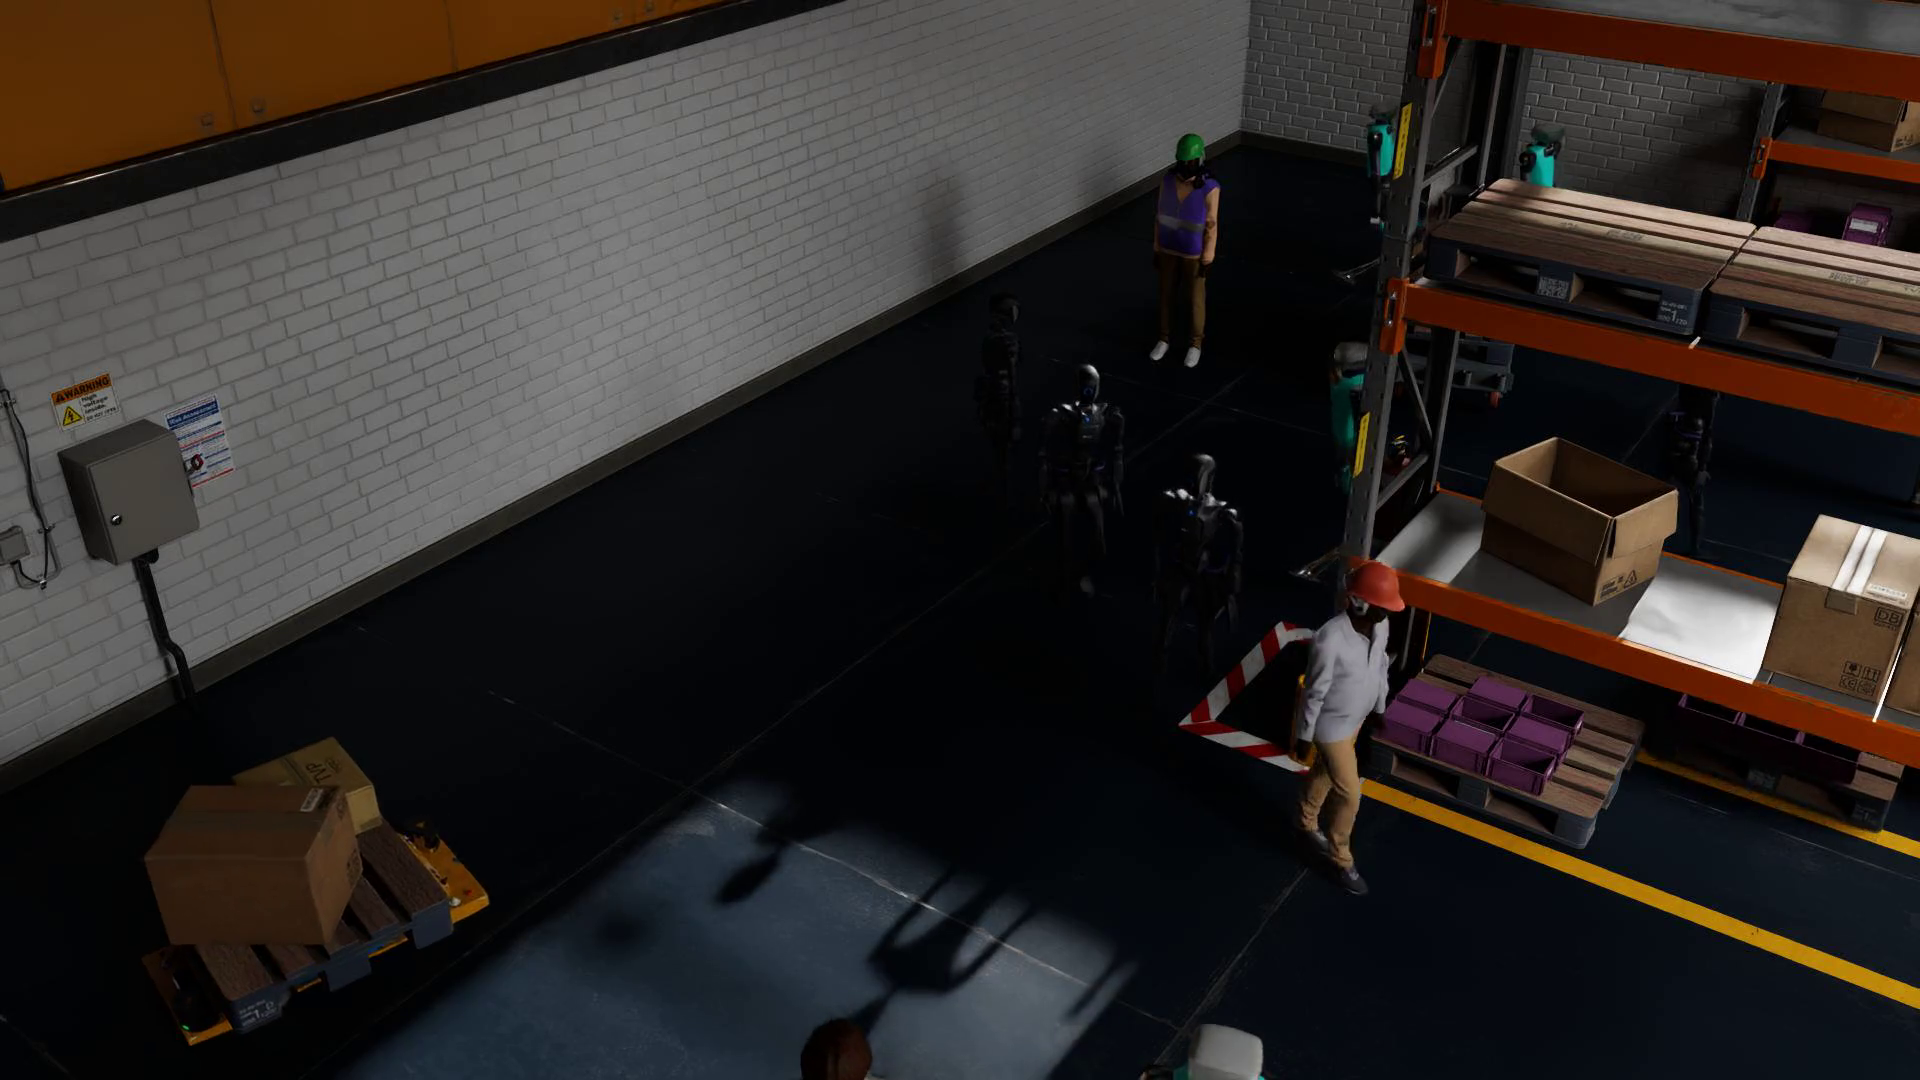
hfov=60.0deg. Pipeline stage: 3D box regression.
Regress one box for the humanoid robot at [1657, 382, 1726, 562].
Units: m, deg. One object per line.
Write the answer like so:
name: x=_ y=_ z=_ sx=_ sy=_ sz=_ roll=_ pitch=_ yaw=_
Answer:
humanoid robot: x=4.671 y=-0.607 z=10.750 sx=0.779 sy=1.646 sz=0.613 roll=3 pitch=30 yaw=5

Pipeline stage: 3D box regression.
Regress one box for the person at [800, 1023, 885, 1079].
person: x=-0.352 y=2.297 z=5.502 sx=0.531 sy=1.816 sz=0.512 roll=4 pitch=30 yaw=7

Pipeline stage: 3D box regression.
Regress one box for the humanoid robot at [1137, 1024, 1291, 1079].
humanoid robot: x=0.787 y=2.408 z=5.376 sx=0.542 sy=1.729 sz=0.978 roll=3 pitch=30 yaw=5

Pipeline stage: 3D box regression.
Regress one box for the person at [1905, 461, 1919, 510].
person: x=6.778 y=-0.952 z=11.098 sx=0.389 sy=1.871 sz=0.563 roll=-7 pitch=31 yaw=-12

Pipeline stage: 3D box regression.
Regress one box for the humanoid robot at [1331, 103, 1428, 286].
humanoid robot: x=3.873 y=-2.974 z=14.725 sx=0.993 sy=1.722 sz=0.540 roll=11 pitch=32 yaw=19

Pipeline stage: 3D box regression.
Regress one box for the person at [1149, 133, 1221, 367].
person: x=1.823 y=-2.354 z=13.474 sx=0.528 sy=1.924 sz=0.428 roll=18 pitch=34 yaw=28

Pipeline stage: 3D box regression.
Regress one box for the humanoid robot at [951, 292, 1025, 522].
humanoid robot: x=0.185 y=-0.899 z=11.209 sx=0.595 sy=1.638 sz=0.597 roll=-10 pitch=31 yaw=-16

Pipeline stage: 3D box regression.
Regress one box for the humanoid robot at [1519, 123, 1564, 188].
humanoid robot: x=5.088 y=-2.614 z=14.142 sx=1.045 sy=1.750 sz=0.549 roll=26 pitch=39 yaw=37

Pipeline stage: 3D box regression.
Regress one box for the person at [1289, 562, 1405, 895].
person: x=1.925 y=0.891 z=8.029 sx=0.704 sy=1.721 sz=0.572 roll=26 pitch=39 yaw=38

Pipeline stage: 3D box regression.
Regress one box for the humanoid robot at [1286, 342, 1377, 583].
humanoid robot: x=2.583 y=-0.401 z=10.270 sx=1.009 sy=1.720 sz=0.530 roll=-4 pitch=30 yaw=-6

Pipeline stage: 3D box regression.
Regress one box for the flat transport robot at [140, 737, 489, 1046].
flat transport robot: x=-3.046 y=1.817 z=7.887 sx=1.431 sy=0.231 sz=0.659 roll=-23 pitch=37 yaw=-34

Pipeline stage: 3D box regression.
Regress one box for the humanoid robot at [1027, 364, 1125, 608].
humanoid robot: x=0.711 y=-0.332 z=10.201 sx=0.605 sy=1.641 sz=0.344 roll=-6 pitch=30 yaw=-10

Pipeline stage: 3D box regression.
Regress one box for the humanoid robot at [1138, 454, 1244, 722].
humanoid robot: x=1.315 y=0.230 z=9.294 sx=0.590 sy=1.638 sz=0.753 roll=16 pitch=34 yaw=25
